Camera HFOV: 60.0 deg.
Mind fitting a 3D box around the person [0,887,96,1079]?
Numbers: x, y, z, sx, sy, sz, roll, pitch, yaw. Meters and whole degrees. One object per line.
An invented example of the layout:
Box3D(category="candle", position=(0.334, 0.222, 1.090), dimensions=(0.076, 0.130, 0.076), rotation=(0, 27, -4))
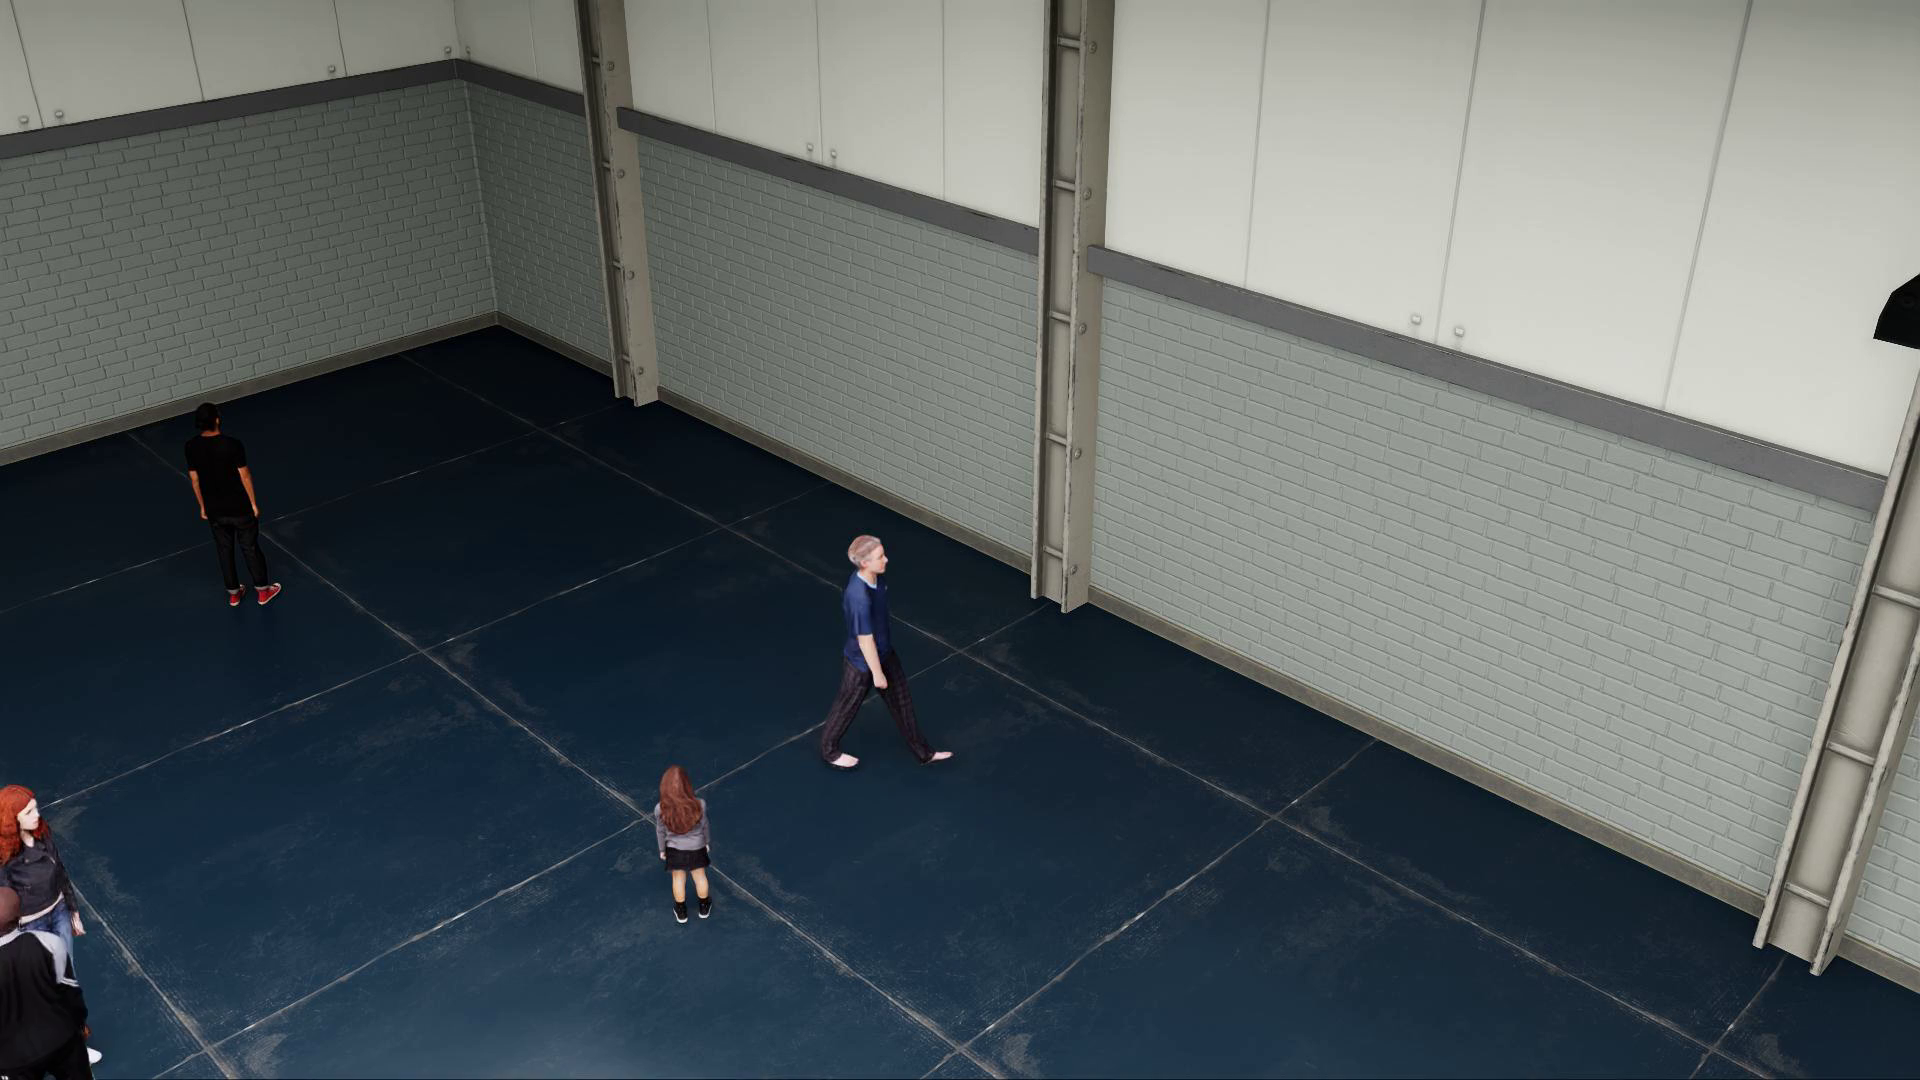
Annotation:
Box3D(category="person", position=(-4.564, 2.471, 8.181), dimensions=(0.571, 1.816, 0.696), rotation=(19, 34, 32))

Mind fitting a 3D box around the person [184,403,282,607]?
Box3D(category="person", position=(-5.906, -0.284, 13.418), dimensions=(0.713, 1.758, 0.768), rotation=(-1, 28, -2))

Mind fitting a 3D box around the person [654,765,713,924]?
Box3D(category="person", position=(-1.677, 1.841, 10.119), dimensions=(0.536, 1.108, 0.570), rotation=(-6, 29, -11))

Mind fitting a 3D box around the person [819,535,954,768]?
Box3D(category="person", position=(-0.715, 0.814, 11.293), dimensions=(1.276, 1.817, 1.074), rotation=(7, 29, 12))

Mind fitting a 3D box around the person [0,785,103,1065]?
Box3D(category="person", position=(-5.018, 2.079, 8.966), dimensions=(0.848, 1.772, 0.778), rotation=(10, 30, 18))
